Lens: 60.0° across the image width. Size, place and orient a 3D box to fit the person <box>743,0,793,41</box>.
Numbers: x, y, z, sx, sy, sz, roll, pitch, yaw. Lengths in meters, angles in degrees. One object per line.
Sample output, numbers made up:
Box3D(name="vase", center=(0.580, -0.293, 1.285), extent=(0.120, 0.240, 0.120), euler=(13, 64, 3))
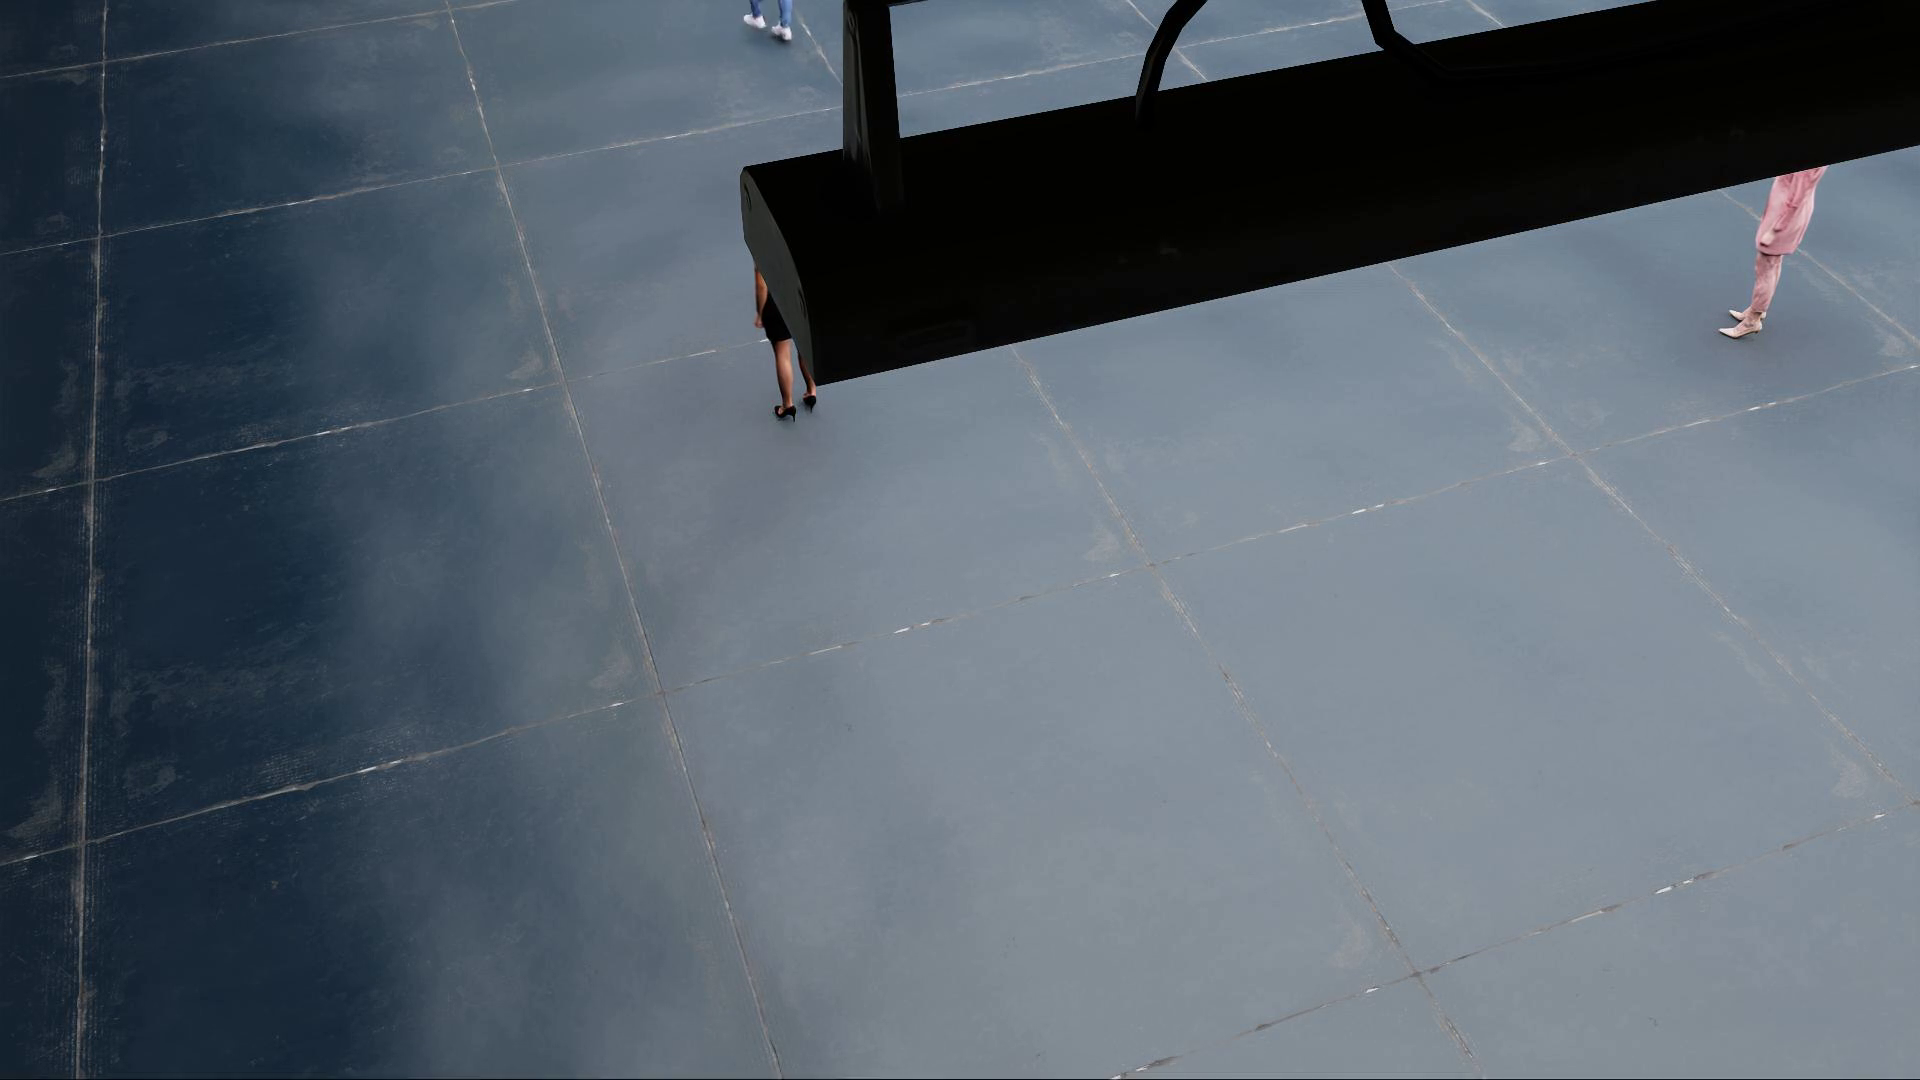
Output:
Box3D(name="person", center=(-1.618, -5.132, 14.464), extent=(0.804, 1.615, 0.911), euler=(-30, 51, -28))

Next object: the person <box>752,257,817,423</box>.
Box3D(name="person", center=(-1.097, -1.464, 10.512), extent=(0.606, 1.647, 0.548), euler=(-22, 47, -22))

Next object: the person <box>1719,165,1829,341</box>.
Box3D(name="person", center=(5.531, -2.142, 11.125), extent=(0.706, 1.803, 0.688), euler=(26, 49, 25))
